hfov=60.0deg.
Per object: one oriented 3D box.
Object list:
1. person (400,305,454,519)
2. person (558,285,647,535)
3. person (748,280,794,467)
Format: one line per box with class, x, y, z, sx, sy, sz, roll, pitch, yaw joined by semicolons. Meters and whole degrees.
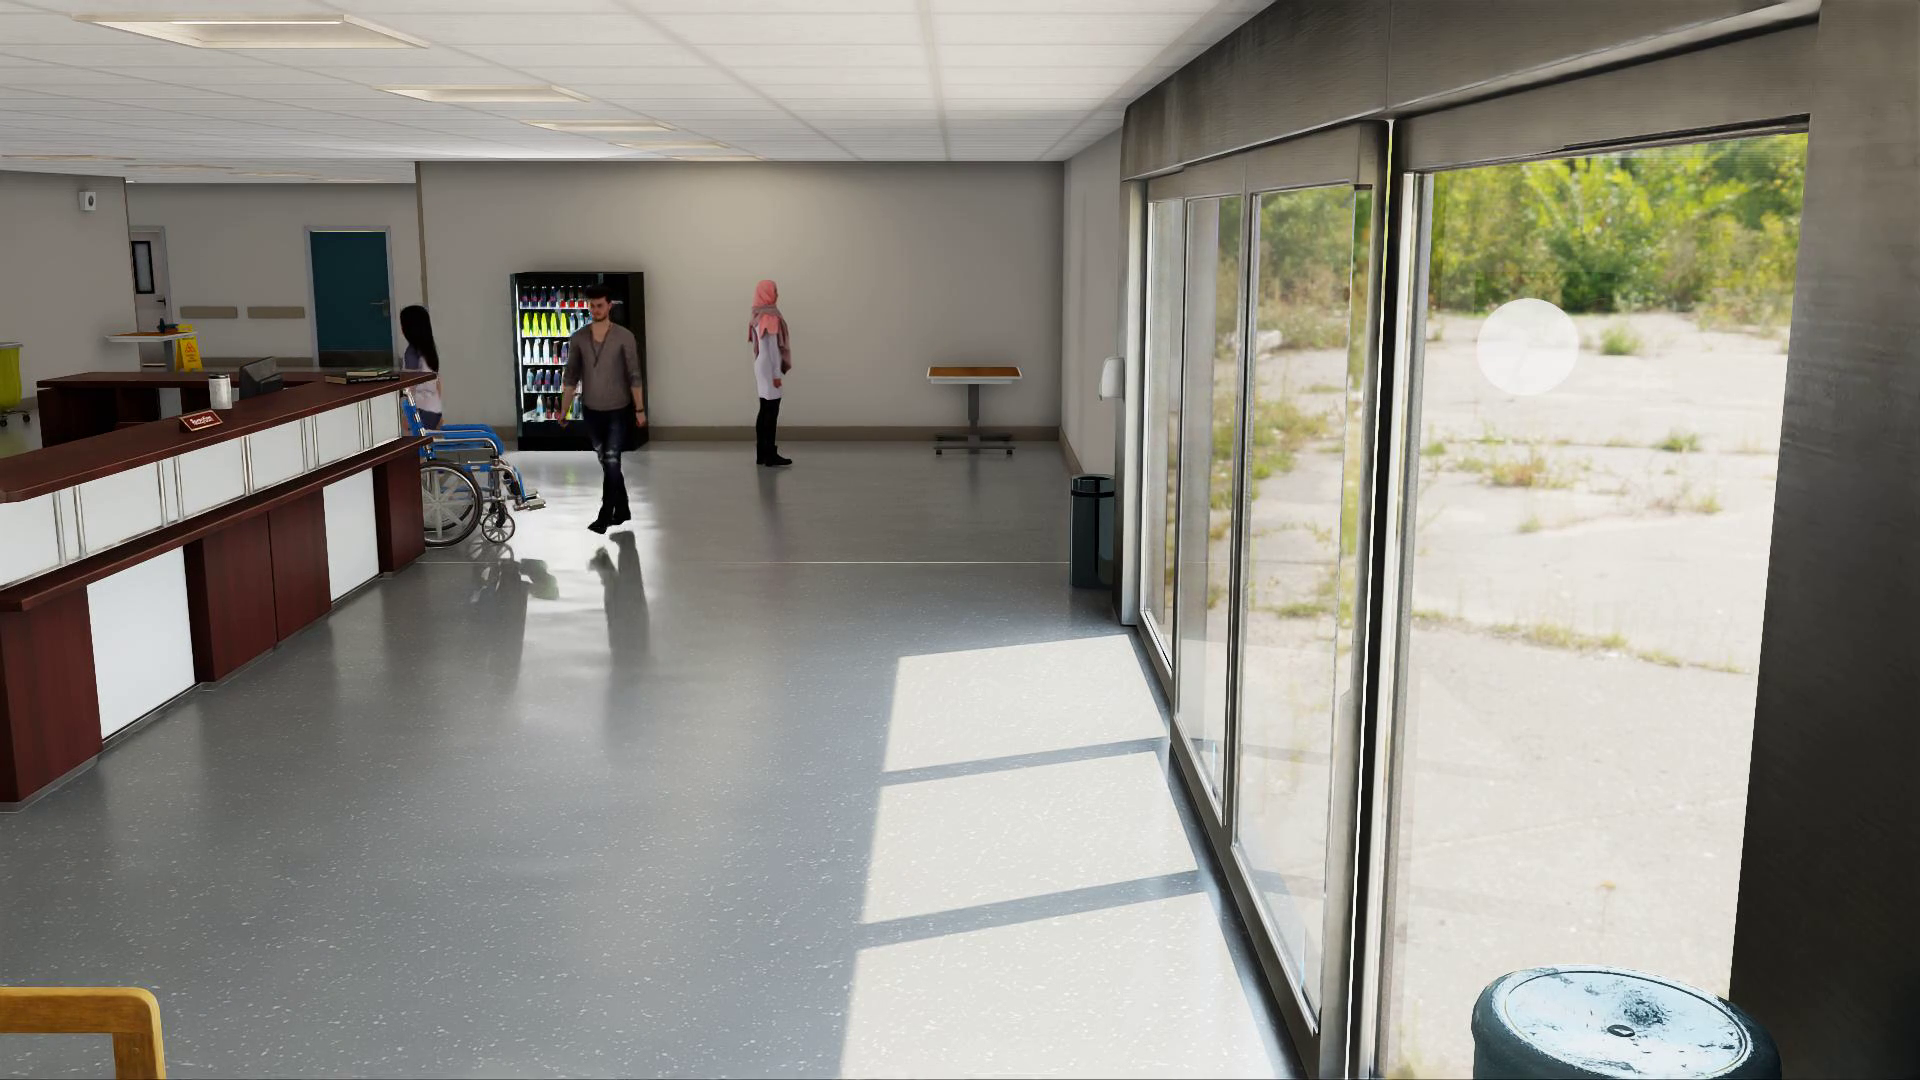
person;-4.196;-1.005;13.219;0.577;1.697;0.575;0;11;1
person;-2.652;-0.980;12.660;1.140;1.856;0.944;3;11;15
person;-1.867;-1.635;16.253;0.730;1.803;0.718;-5;12;-27
